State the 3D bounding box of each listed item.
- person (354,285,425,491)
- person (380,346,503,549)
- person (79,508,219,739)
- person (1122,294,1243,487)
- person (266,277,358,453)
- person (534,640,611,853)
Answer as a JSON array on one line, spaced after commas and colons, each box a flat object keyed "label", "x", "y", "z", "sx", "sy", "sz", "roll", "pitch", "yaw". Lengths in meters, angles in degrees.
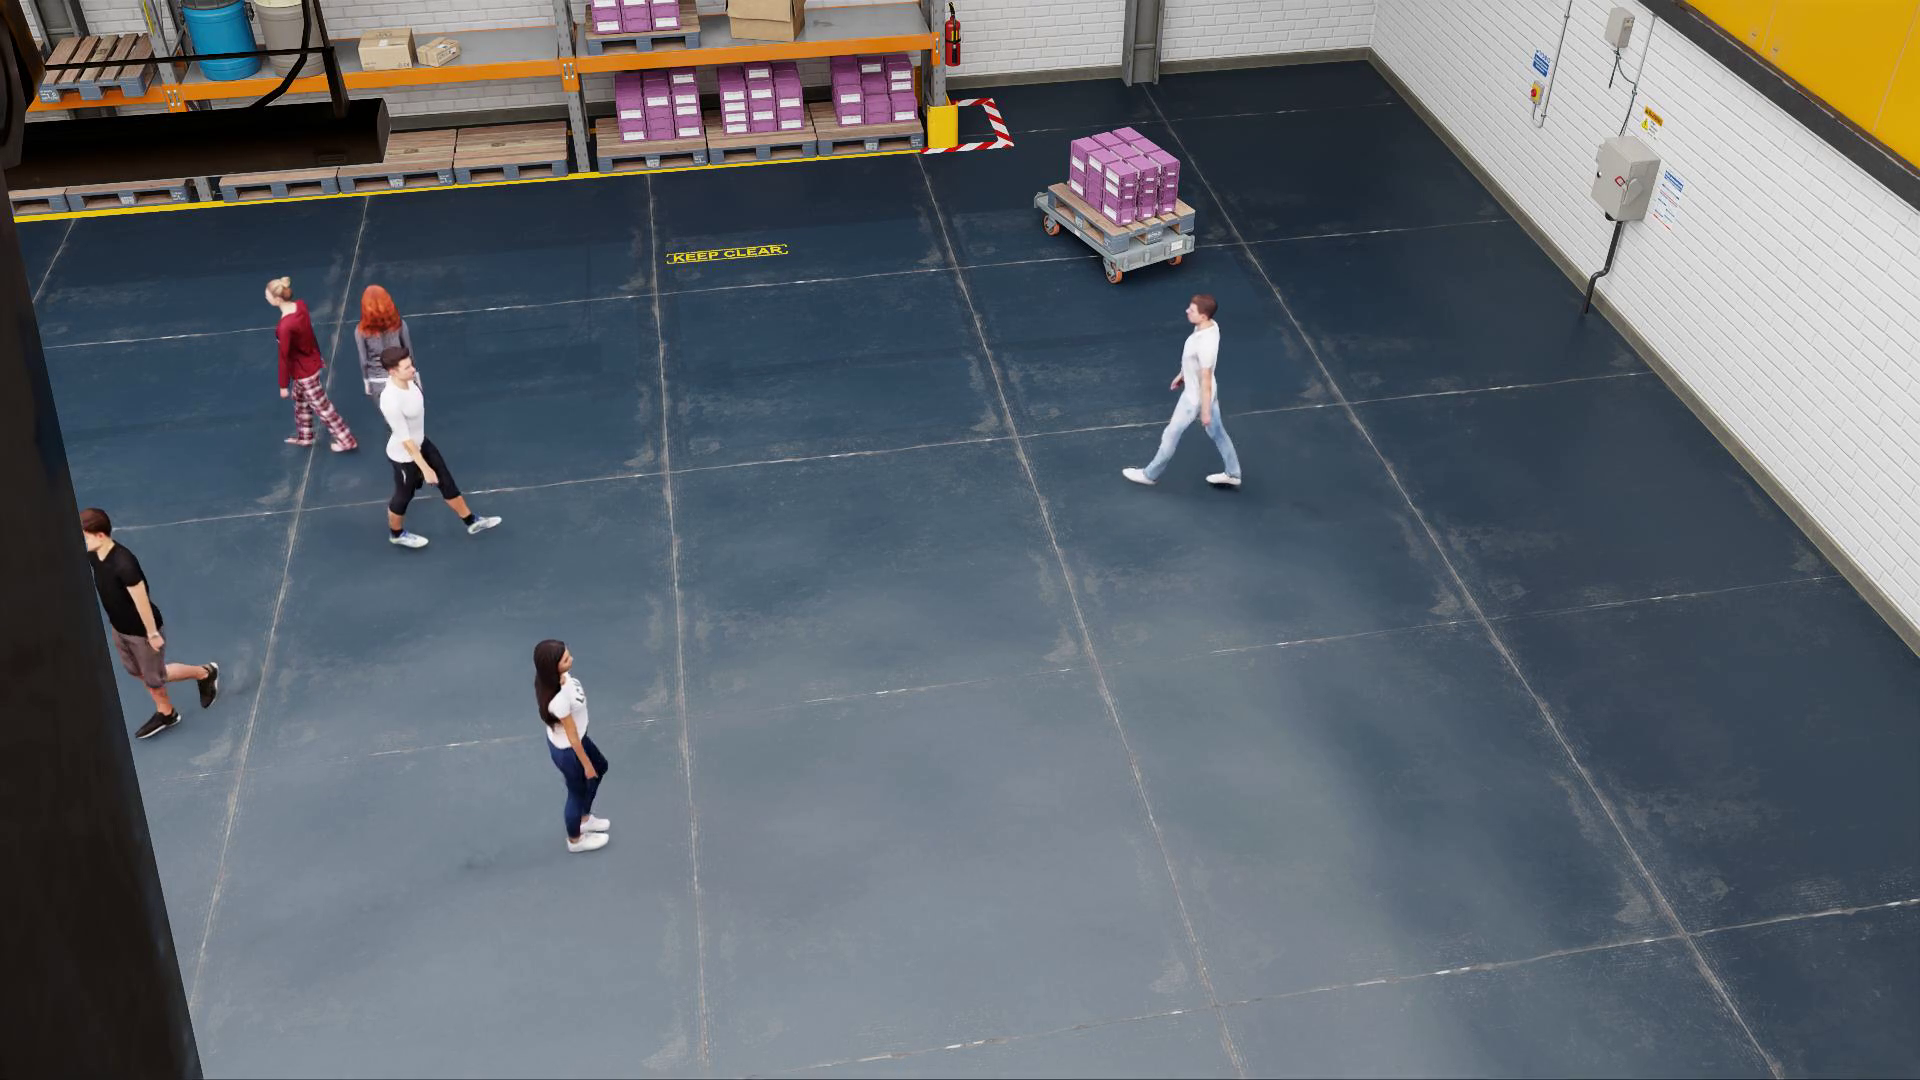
[{"label": "person", "x": -4.552, "y": -1.208, "z": 13.422, "sx": 1.063, "sy": 1.750, "sz": 0.929, "roll": -22, "pitch": 44, "yaw": -26}, {"label": "person", "x": -4.296, "y": -0.690, "z": 12.722, "sx": 1.201, "sy": 1.814, "sz": 0.902, "roll": 2, "pitch": 39, "yaw": 2}, {"label": "person", "x": -5.466, "y": 0.517, "z": 11.185, "sx": 0.981, "sy": 1.847, "sz": 1.040, "roll": 23, "pitch": 44, "yaw": 26}, {"label": "person", "x": 2.004, "y": -1.136, "z": 13.291, "sx": 1.290, "sy": 1.801, "sz": 0.986, "roll": 9, "pitch": 39, "yaw": 10}, {"label": "person", "x": -5.325, "y": -1.419, "z": 13.742, "sx": 0.898, "sy": 1.681, "sz": 0.739, "roll": -1, "pitch": 39, "yaw": -1}, {"label": "person", "x": -2.492, "y": 1.307, "z": 10.262, "sx": 0.611, "sy": 1.764, "sz": 0.637, "roll": -12, "pitch": 40, "yaw": -14}]
